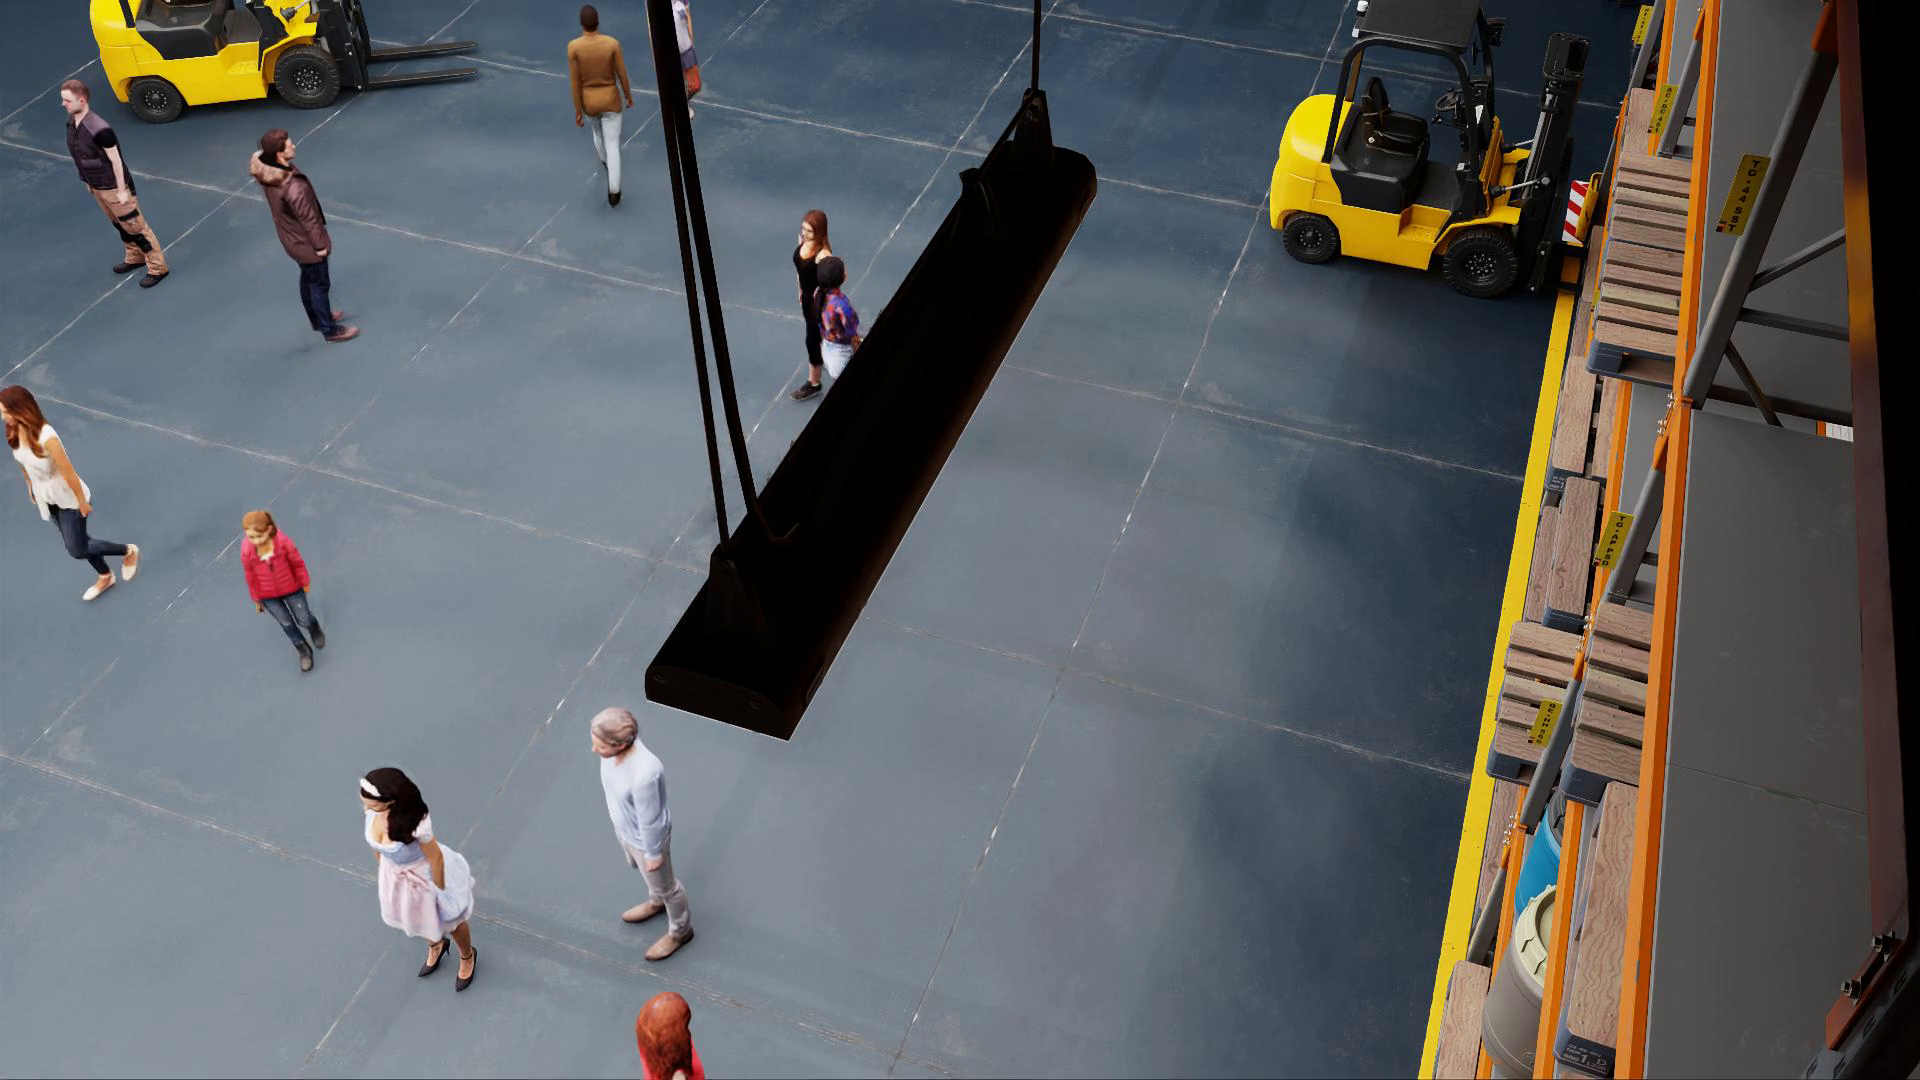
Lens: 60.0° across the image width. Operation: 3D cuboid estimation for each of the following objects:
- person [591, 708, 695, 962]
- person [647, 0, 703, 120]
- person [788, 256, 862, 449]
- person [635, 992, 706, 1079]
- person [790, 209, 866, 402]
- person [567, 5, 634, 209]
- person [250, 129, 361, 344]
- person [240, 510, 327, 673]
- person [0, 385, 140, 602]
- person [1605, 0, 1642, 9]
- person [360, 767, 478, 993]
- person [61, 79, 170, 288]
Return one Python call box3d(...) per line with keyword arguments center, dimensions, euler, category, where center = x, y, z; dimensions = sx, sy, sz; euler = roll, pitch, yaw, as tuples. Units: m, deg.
box3d(center=(-1.711, 1.547, 8.995), dimensions=(0.772, 1.888, 0.752), euler=(-27, 50, -26), category="person")
box3d(center=(-2.719, -4.634, 15.687), dimensions=(0.714, 1.608, 0.777), euler=(-21, 47, -21), category="person")
box3d(center=(-0.947, -1.264, 12.067), dimensions=(1.122, 1.722, 0.955), euler=(-26, 50, -25), category="person")
box3d(center=(-1.349, 2.711, 7.825), dimensions=(0.768, 1.818, 0.715), euler=(-21, 48, -21), category="person")
box3d(center=(-1.005, -1.830, 12.675), dimensions=(1.060, 1.703, 0.976), euler=(-19, 47, -19), category="person")
box3d(center=(-3.158, -3.790, 14.676), dimensions=(0.995, 1.780, 1.231), euler=(-5, 44, -5), category="person")
box3d(center=(-5.217, -2.416, 13.187), dimensions=(0.871, 1.845, 0.869), euler=(-29, 51, -27), category="person")
box3d(center=(-4.384, 0.284, 10.741), dimensions=(0.648, 1.309, 0.711), euler=(-11, 45, -11), category="person")
box3d(center=(-5.897, -0.348, 11.067), dimensions=(0.666, 1.774, 0.732), euler=(24, 48, 23), category="person")
box3d(center=(7.181, -6.490, 17.577), dimensions=(0.739, 1.687, 0.664), euler=(-13, 45, -14), category="person")
box3d(center=(-2.860, 1.784, 8.804), dimensions=(0.727, 1.808, 0.746), euler=(20, 47, 20), category="person")
box3d(center=(-7.034, -2.979, 13.781), dimensions=(0.747, 1.841, 0.697), euler=(28, 50, 26), category="person")
